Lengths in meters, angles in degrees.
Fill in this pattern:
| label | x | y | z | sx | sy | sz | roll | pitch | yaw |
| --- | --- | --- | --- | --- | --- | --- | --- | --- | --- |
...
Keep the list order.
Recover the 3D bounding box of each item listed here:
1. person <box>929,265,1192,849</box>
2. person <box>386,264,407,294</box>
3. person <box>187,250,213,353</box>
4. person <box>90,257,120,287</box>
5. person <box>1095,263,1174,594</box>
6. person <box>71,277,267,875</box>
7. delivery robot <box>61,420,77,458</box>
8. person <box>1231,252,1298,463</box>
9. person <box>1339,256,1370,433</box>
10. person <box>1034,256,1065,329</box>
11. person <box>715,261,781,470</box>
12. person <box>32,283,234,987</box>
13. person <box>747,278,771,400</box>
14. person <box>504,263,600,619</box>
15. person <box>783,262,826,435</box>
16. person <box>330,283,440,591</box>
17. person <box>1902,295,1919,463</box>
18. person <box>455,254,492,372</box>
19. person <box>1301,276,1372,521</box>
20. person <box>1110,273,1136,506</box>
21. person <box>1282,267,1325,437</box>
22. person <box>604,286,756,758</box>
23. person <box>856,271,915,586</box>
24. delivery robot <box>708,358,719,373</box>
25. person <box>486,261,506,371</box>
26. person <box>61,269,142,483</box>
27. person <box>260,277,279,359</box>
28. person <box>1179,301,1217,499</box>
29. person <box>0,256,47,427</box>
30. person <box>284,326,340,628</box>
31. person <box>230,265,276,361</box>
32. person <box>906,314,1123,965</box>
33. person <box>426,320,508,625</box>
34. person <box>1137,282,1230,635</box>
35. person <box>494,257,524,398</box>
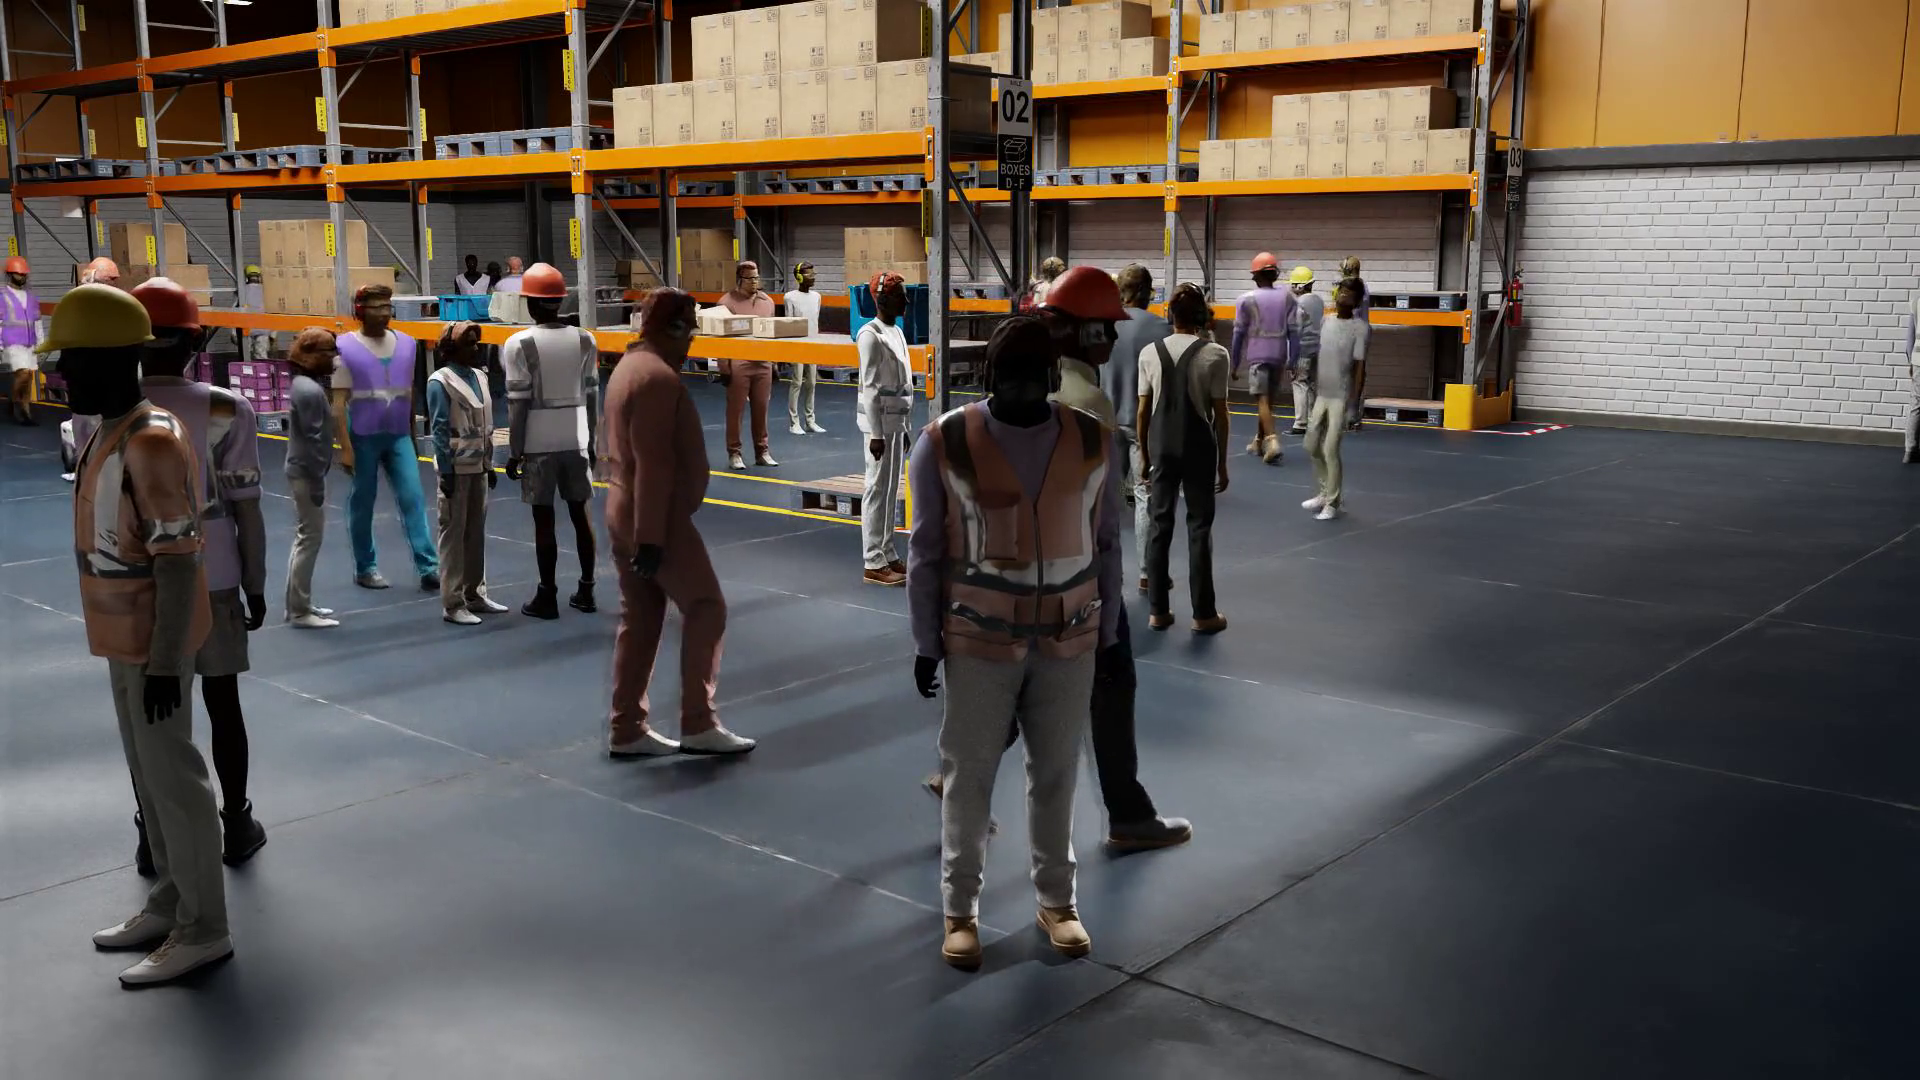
| label | x | y | z | sx | sy | sz | roll | pitch | yaw |
| --- | --- | --- | --- | --- | --- | --- | --- | --- | --- |
| person | 0.351 | 0.082 | 5.519 | 0.843 | 1.971 | 0.634 | -3 | 10 | -17 |
| person | -9.735 | -3.870 | 28.637 | 0.524 | 1.755 | 0.400 | -9 | 13 | -42 |
| person | -10.703 | -3.023 | 22.996 | 0.673 | 2.000 | 0.536 | -2 | 10 | -13 |
| person | -7.708 | -1.592 | 15.132 | 0.350 | 1.941 | 0.545 | 7 | 12 | 33 |
| person | 1.003 | -0.647 | 9.775 | 0.627 | 1.934 | 0.370 | 5 | 11 | 27 |
| person | -2.551 | 0.118 | 5.432 | 0.543 | 1.929 | 0.380 | -4 | 11 | -23 |
| delivery robot | -8.014 | -0.971 | 15.272 | 0.477 | 0.478 | 0.707 | -7 | 12 | -36 |
| person | 2.927 | -1.734 | 15.833 | 0.617 | 1.995 | 1.060 | -2 | 10 | -12 |
| person | 4.289 | -2.134 | 18.239 | 0.379 | 1.933 | 0.629 | 5 | 11 | 26 |
| person | 0.931 | -1.938 | 17.102 | 0.358 | 1.938 | 0.636 | -1 | 10 | -5 |
| person | -1.932 | -1.599 | 15.299 | 0.646 | 1.900 | 0.402 | -9 | 13 | -40 |
| person | -2.283 | 0.262 | 4.611 | 0.374 | 1.925 | 0.595 | -7 | 12 | -36 |
| person | -2.739 | -2.723 | 22.157 | 0.311 | 1.735 | 0.484 | 7 | 12 | 33 |
| person | -2.236 | -0.536 | 9.112 | 0.543 | 1.942 | 0.354 | -8 | 13 | -40 |
| person | -1.683 | -2.080 | 18.104 | 0.321 | 1.873 | 0.532 | 10 | 14 | 44 |
| person | -3.313 | -0.575 | 9.685 | 0.895 | 1.809 | 0.603 | 8 | 13 | 39 |
| person | 9.092 | -1.658 | 15.474 | 0.375 | 1.950 | 0.615 | -3 | 11 | -19 |
| person | -7.915 | -3.685 | 27.111 | 0.591 | 1.918 | 0.383 | -2 | 10 | -11 |
| person | 2.814 | -1.054 | 12.434 | 0.411 | 1.818 | 0.668 | -5 | 11 | -28 |
| person | 1.206 | -1.155 | 12.971 | 0.586 | 1.826 | 0.403 | -4 | 11 | -20 |
| person | 3.693 | -2.023 | 17.926 | 0.404 | 1.826 | 0.591 | 8 | 13 | 39 |
| person | -1.115 | -0.055 | 6.591 | 0.693 | 1.868 | 0.703 | -4 | 11 | -22 |
| person | -0.437 | -0.672 | 10.059 | 0.356 | 1.883 | 0.573 | 2 | 10 | 13 |
| delivery robot | -3.455 | -2.664 | 24.907 | 0.707 | 0.478 | 0.477 | 9 | 13 | 41 |
| person | -7.635 | -3.677 | 27.364 | 0.658 | 1.815 | 0.558 | -6 | 11 | -30 |
| person | -7.183 | -1.353 | 14.036 | 1.013 | 1.848 | 0.665 | 0 | 10 | 0 |
| person | -11.804 | -3.772 | 28.444 | 0.509 | 1.624 | 0.278 | 4 | 11 | 22 |
| person | 1.951 | -1.144 | 13.514 | 0.327 | 1.611 | 0.653 | 5 | 11 | 25 |
| person | -10.602 | -2.230 | 18.804 | 0.398 | 1.923 | 0.571 | 3 | 10 | 18 |
| person | -3.476 | -0.332 | 8.903 | 0.367 | 1.611 | 0.511 | -4 | 11 | -22 |
| person | -9.545 | -2.810 | 22.490 | 0.616 | 1.790 | 0.496 | -6 | 12 | -31 |
| person | 0.168 | 0.286 | 4.721 | 0.636 | 1.840 | 0.429 | -2 | 10 | -12 |
| person | -2.690 | -0.370 | 9.031 | 0.306 | 1.640 | 0.522 | 2 | 10 | 13 |
| person | 1.175 | -0.424 | 8.750 | 0.506 | 1.846 | 0.351 | 6 | 11 | 29 |
| person | -5.976 | -2.870 | 22.508 | 0.651 | 1.904 | 0.403 | -6 | 12 | -31 |
